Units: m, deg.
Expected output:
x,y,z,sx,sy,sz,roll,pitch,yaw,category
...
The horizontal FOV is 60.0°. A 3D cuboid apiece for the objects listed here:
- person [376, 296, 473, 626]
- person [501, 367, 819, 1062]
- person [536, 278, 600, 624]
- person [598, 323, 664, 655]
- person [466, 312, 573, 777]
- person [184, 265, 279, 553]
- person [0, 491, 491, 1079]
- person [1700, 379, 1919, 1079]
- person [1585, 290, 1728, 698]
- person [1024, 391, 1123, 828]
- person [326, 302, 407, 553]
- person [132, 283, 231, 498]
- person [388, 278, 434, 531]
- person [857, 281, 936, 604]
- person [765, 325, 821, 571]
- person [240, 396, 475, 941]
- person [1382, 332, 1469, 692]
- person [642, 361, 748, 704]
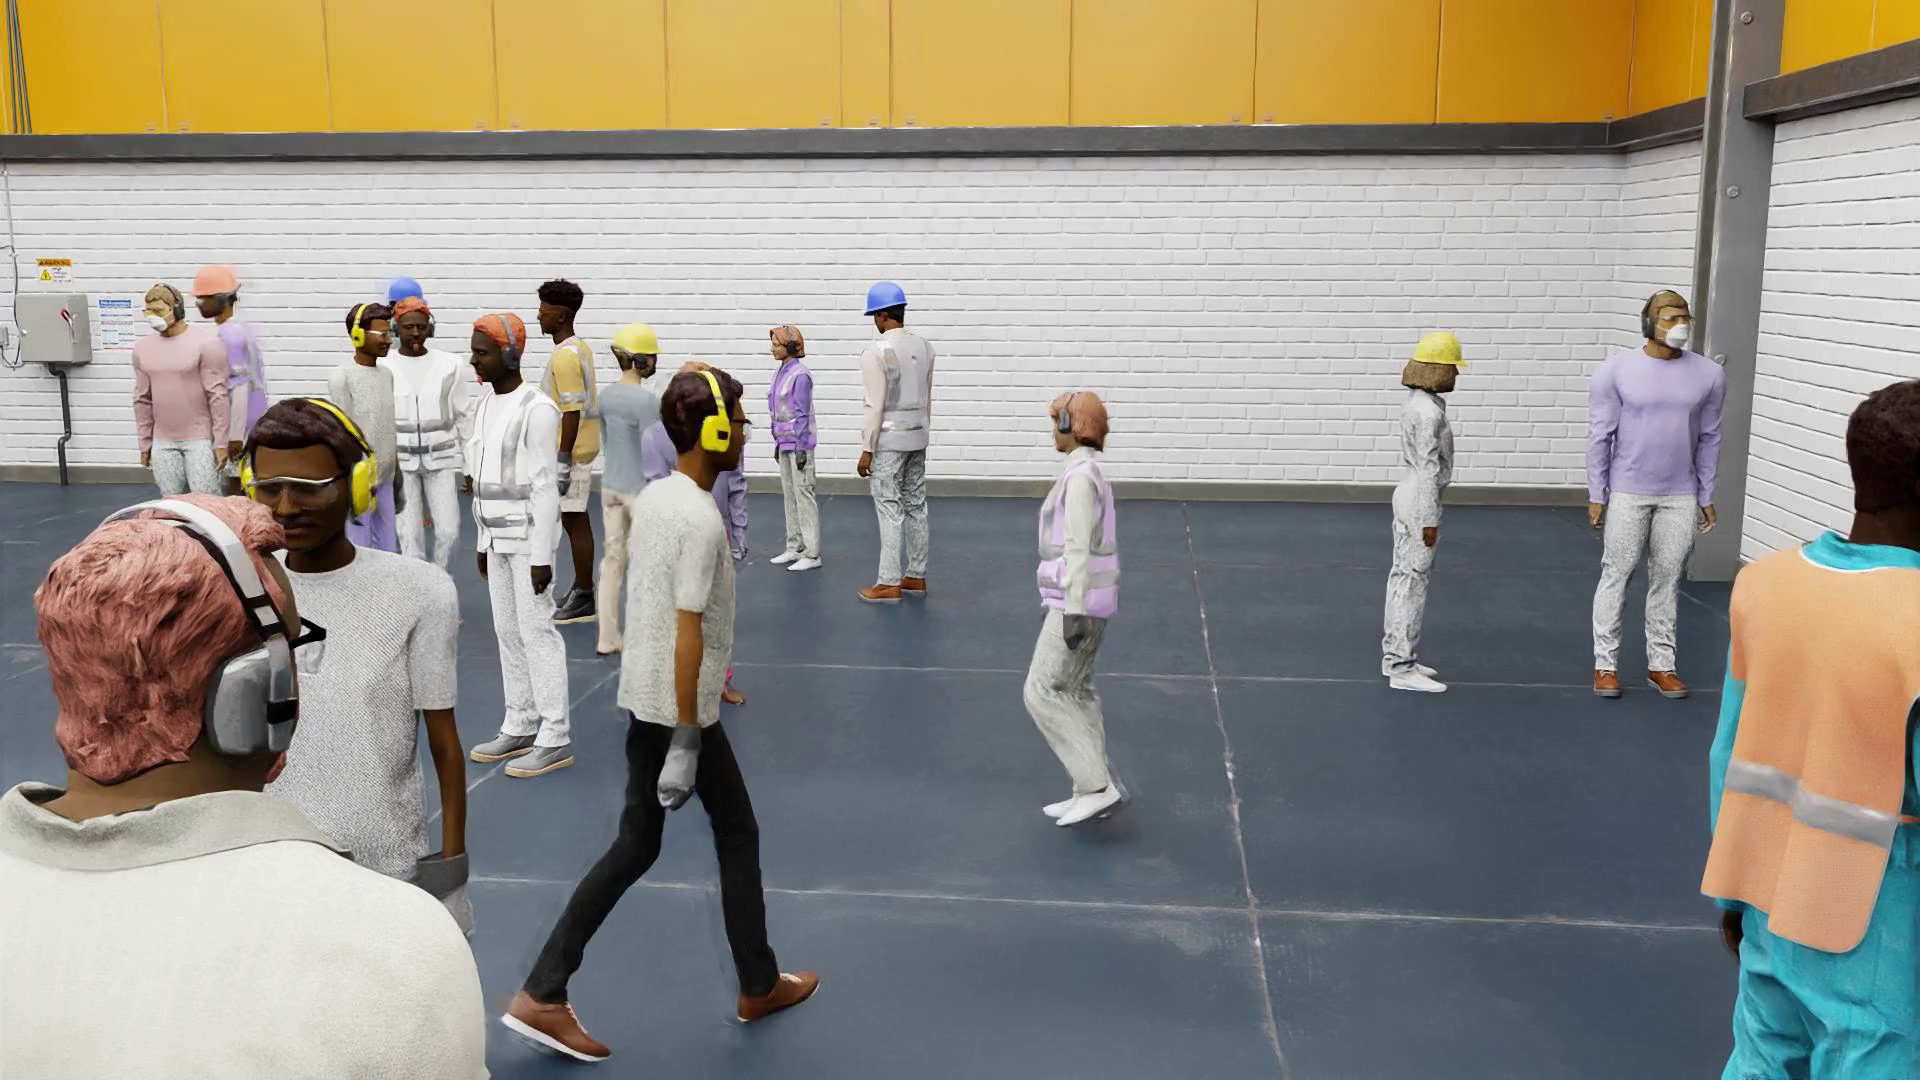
x,y,z,sx,sy,sz,roll,pitch,yaw,category
-2.994,-0.410,9.239,0.585,1.874,0.471,-4,11,-20,person
-0.802,0.463,4.405,0.882,1.830,0.508,-7,12,-34,person
-2.249,-0.506,9.522,0.367,1.967,0.607,-2,10,-10,person
-1.690,-0.258,8.733,0.538,1.760,0.447,9,13,42,person
-1.809,0.019,6.782,0.356,1.879,0.576,-8,13,-40,person
-4.717,-0.747,10.775,0.563,2.027,0.616,-3,10,-19,person
-0.695,0.903,1.629,0.641,1.908,0.407,2,10,10,person
1.529,0.675,2.904,0.383,1.915,0.599,-2,10,-12,person
3.291,-0.210,7.908,0.630,1.940,0.372,0,10,2,person
0.425,0.261,6.161,0.350,1.614,0.591,2,10,10,person
-3.032,-0.286,8.575,0.324,1.862,0.511,3,10,16,person
-4.741,-0.597,10.171,0.637,1.929,0.382,2,10,13,person
-4.286,-1.021,12.658,0.781,1.902,0.394,9,13,41,person
-0.396,-0.584,10.045,0.397,1.939,0.602,7,12,35,person
-1.113,-0.613,11.106,0.317,1.630,0.513,-5,11,-26,person
-1.191,0.650,3.204,0.506,1.864,0.329,0,10,-3,person
2.263,-0.137,8.074,0.323,1.736,0.485,1,10,5,person
-1.217,-0.014,7.690,0.496,1.626,0.286,-6,11,-29,person
